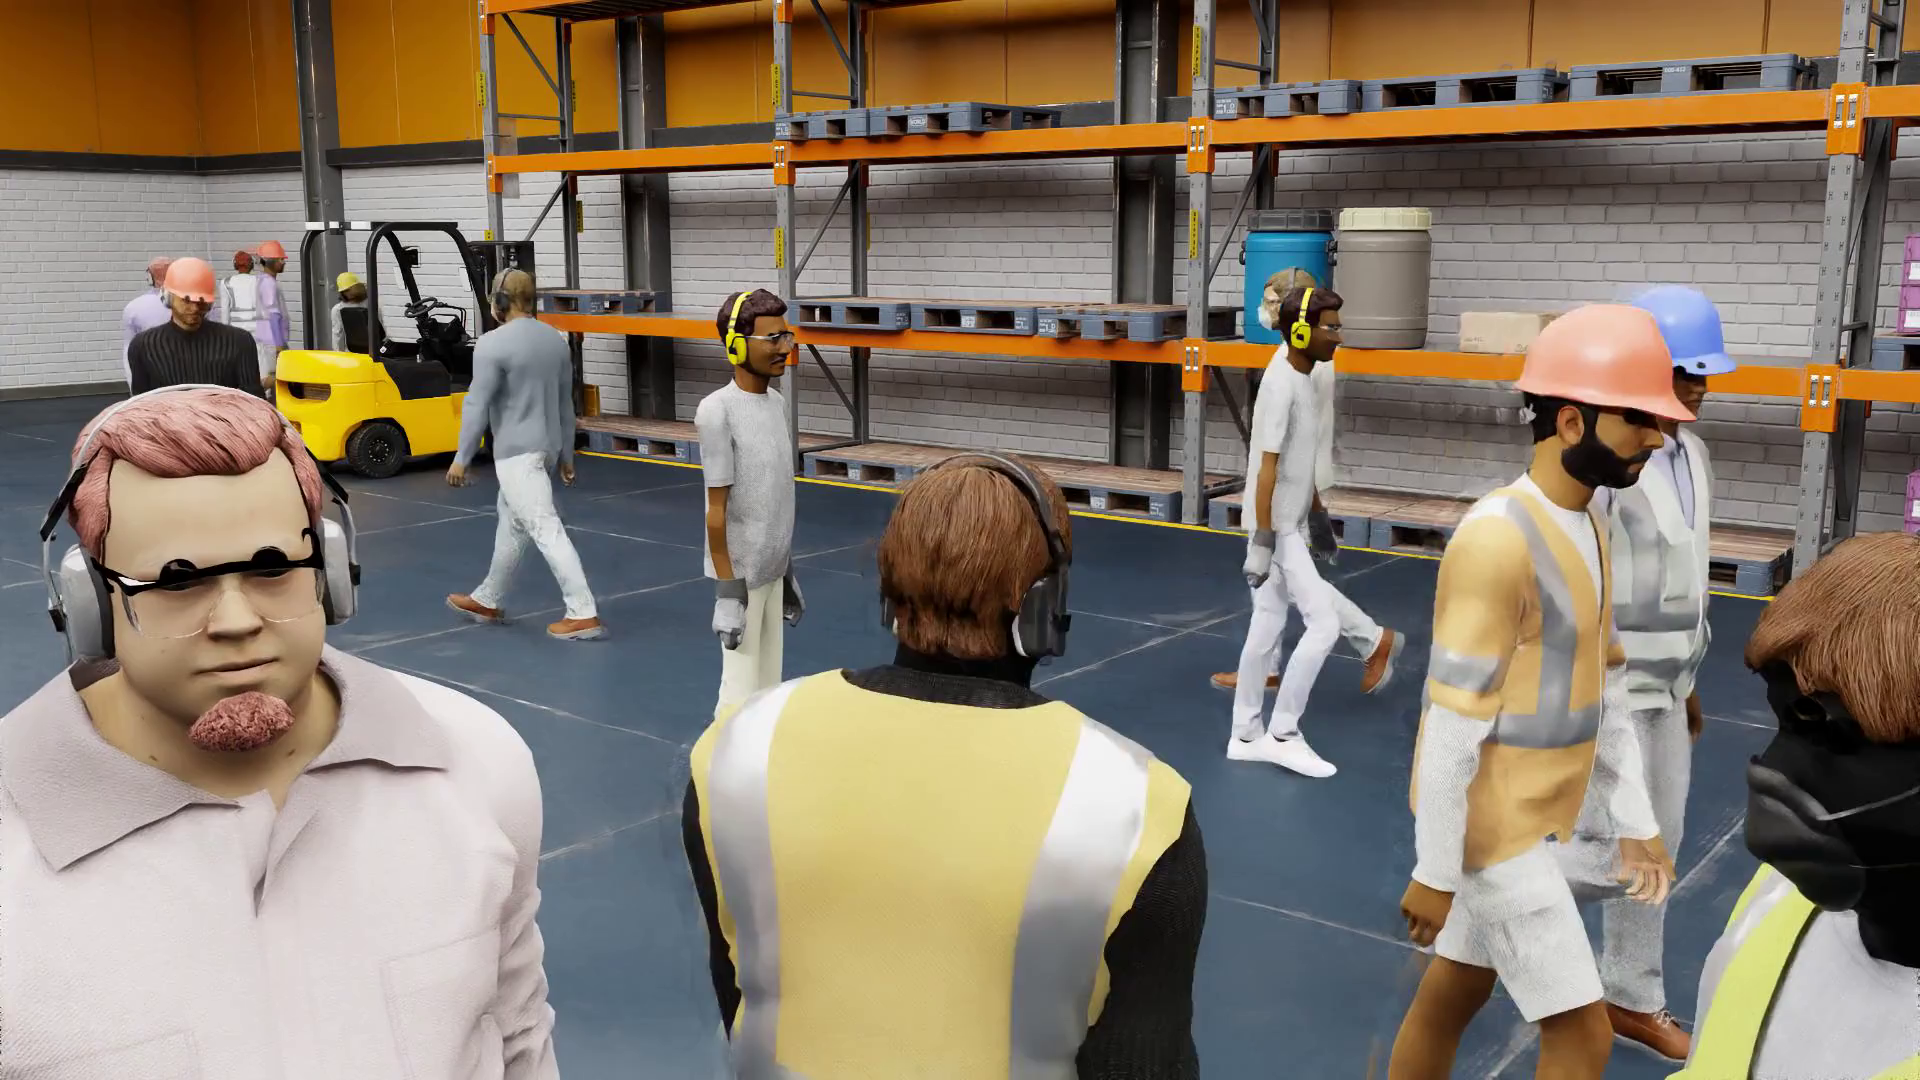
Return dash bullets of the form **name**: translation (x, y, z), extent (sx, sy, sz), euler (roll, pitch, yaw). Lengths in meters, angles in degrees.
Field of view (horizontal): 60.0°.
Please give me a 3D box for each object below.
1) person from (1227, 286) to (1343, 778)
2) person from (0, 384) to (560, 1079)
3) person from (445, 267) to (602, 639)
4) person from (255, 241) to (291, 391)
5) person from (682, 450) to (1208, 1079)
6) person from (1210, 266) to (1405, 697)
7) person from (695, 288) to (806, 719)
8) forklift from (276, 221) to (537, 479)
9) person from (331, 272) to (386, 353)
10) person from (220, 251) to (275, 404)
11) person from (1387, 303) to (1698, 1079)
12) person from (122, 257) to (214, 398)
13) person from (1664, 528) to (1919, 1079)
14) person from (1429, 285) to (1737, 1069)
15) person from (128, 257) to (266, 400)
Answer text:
- **person**: translation (1.289, -0.025, 6.317), extent (0.577, 1.843, 0.528), euler (2, 10, 11)
- **person**: translation (-0.624, 0.810, 1.516), extent (0.652, 1.906, 0.403), euler (-9, 14, -41)
- **person**: translation (-2.254, -0.438, 8.496), extent (1.022, 1.889, 0.647), euler (4, 11, 20)
- **person**: translation (-7.307, -2.138, 17.548), extent (0.852, 2.024, 0.616), euler (-4, 11, -20)
- **person**: translation (0.005, 0.779, 2.030), extent (0.626, 1.783, 0.989), euler (3, 11, 17)
- **person**: translation (1.522, -0.225, 7.234), extent (0.762, 1.915, 0.635), euler (2, 10, 12)
- **person**: translation (-0.647, 0.135, 5.359), extent (0.327, 1.872, 0.516), euler (3, 11, 16)
- **forklift**: translation (-4.922, -1.741, 14.854), extent (1.214, 2.155, 2.313), euler (8, 13, 38)
- **person**: translation (-6.012, -1.825, 16.669), extent (0.500, 1.703, 0.497), euler (-3, 11, -15)
- **person**: translation (-8.699, -2.576, 20.337), extent (0.585, 1.882, 0.337), euler (-3, 11, -19)
- **person**: translation (1.123, 0.531, 3.056), extent (0.803, 1.901, 0.537), euler (6, 12, 29)
- **person**: translation (-6.049, -1.221, 12.797), extent (0.677, 1.890, 0.435), euler (-6, 12, -28)
- **person**: translation (0.725, 0.893, 1.296), extent (0.431, 1.831, 0.639), euler (0, 10, 2)
- **person**: translation (1.553, 0.343, 4.076), extent (0.631, 1.920, 0.606), euler (10, 14, 44)
- **person**: translation (-3.818, -0.449, 8.395), extent (0.619, 1.950, 0.926), euler (-5, 11, -25)
